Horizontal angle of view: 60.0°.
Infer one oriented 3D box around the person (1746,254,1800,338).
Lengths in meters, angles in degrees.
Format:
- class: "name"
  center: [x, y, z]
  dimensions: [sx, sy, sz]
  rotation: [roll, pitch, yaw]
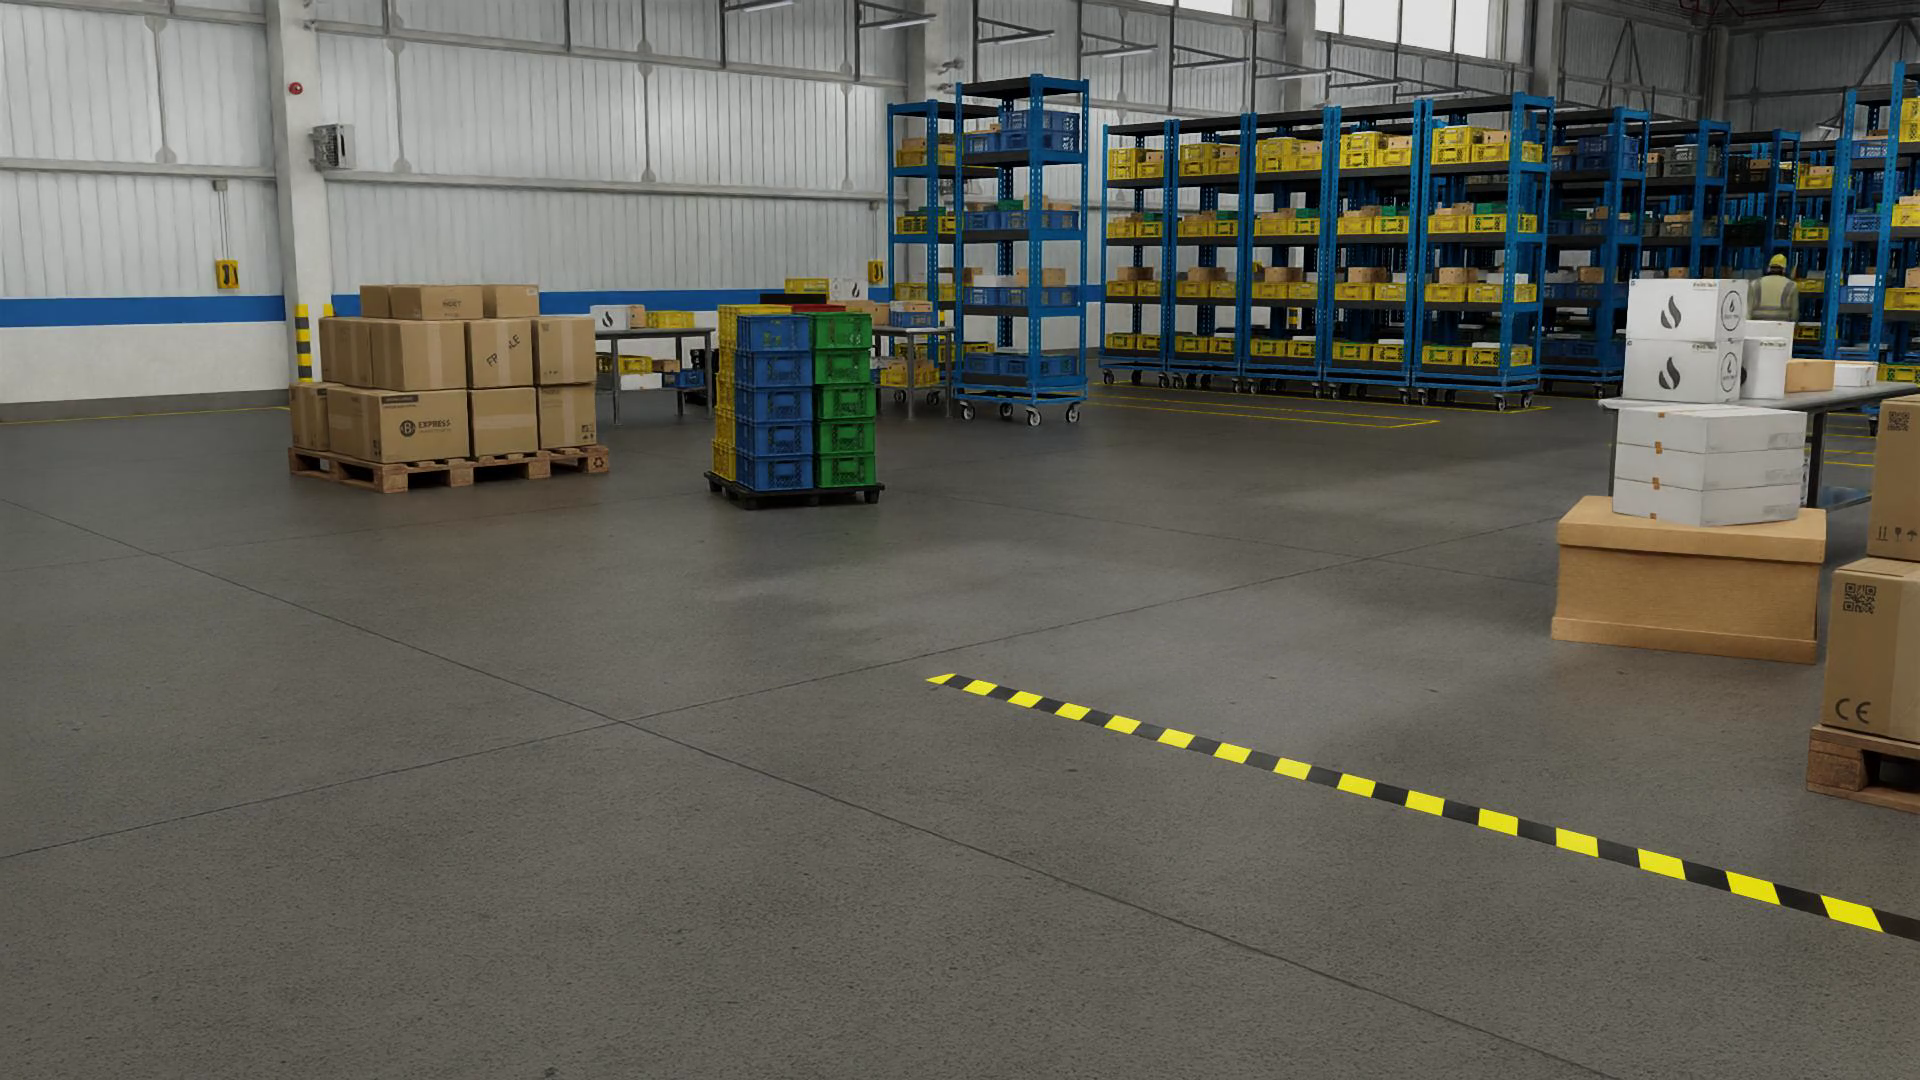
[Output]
- class: "person"
  center: [10.790, -2.865, 22.050]
  dimensions: [0.631, 1.808, 0.730]
  rotation: [6, 11, 33]
